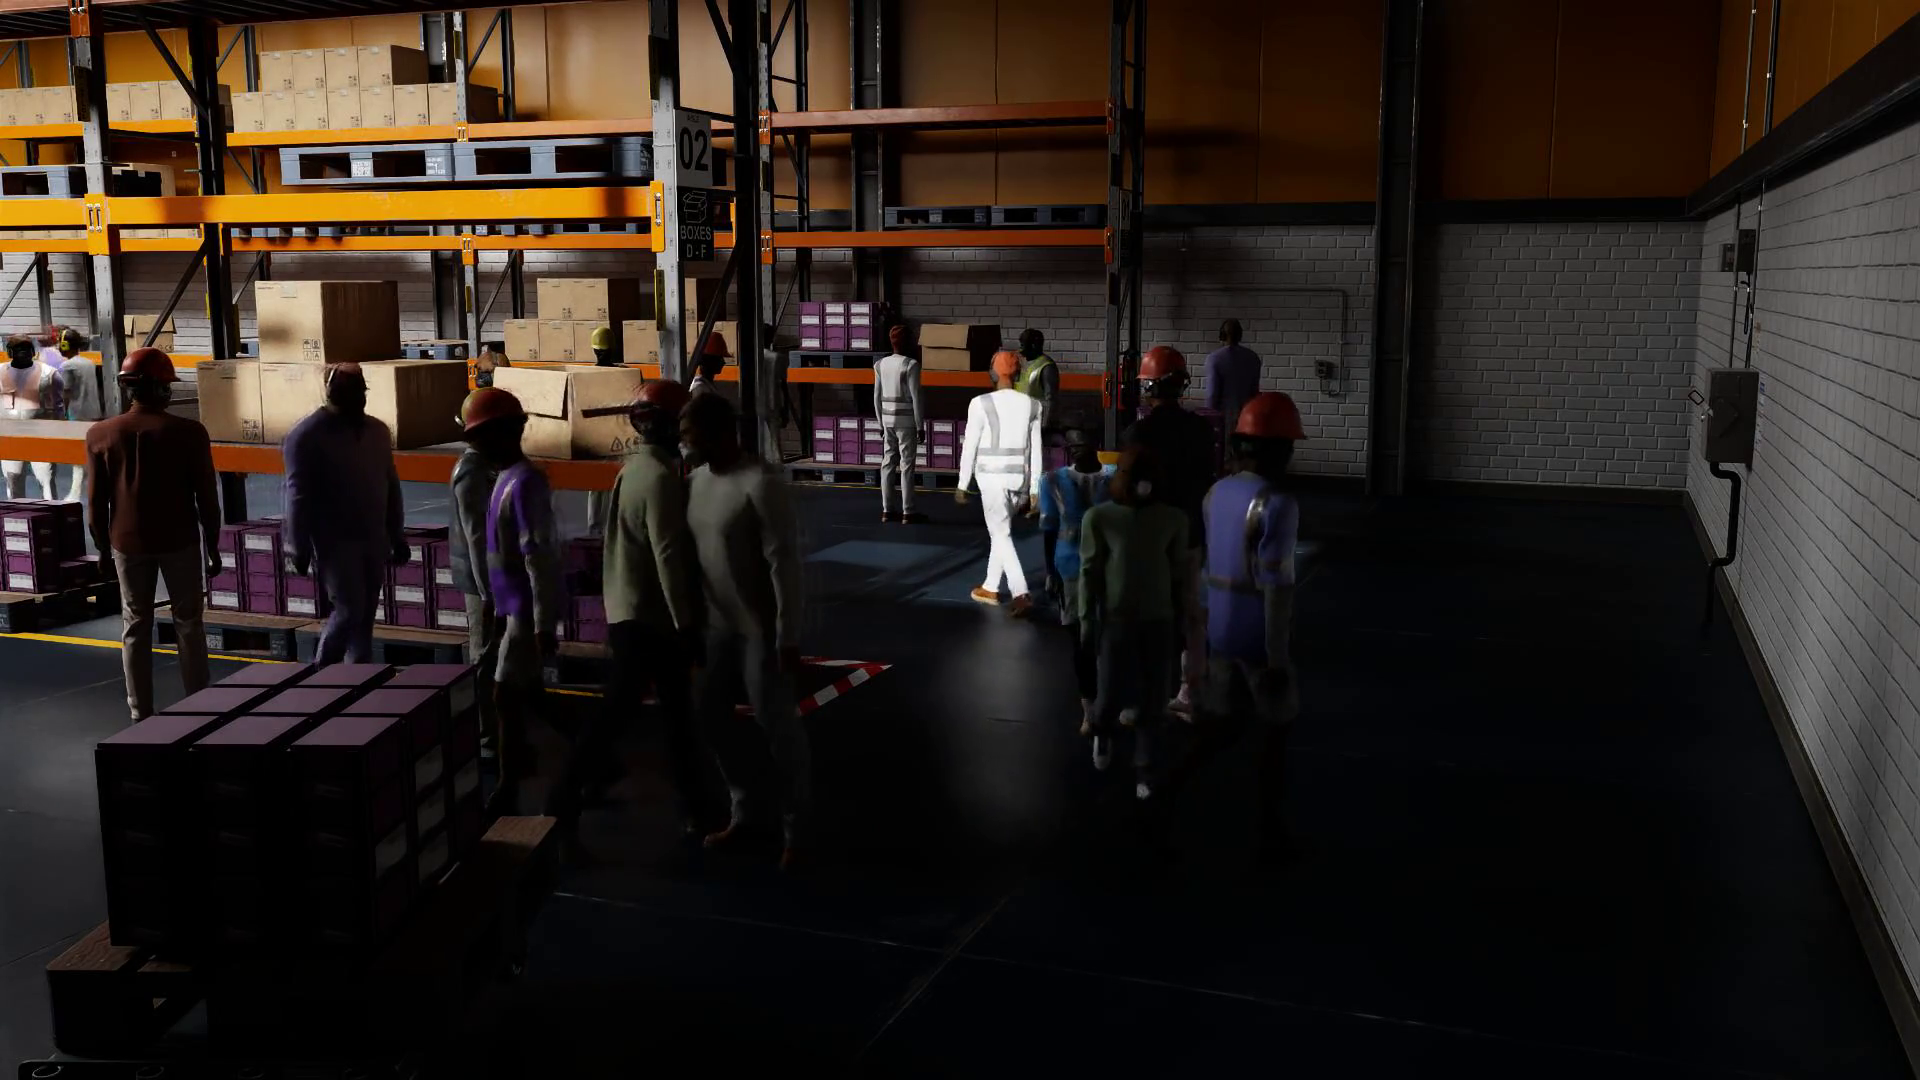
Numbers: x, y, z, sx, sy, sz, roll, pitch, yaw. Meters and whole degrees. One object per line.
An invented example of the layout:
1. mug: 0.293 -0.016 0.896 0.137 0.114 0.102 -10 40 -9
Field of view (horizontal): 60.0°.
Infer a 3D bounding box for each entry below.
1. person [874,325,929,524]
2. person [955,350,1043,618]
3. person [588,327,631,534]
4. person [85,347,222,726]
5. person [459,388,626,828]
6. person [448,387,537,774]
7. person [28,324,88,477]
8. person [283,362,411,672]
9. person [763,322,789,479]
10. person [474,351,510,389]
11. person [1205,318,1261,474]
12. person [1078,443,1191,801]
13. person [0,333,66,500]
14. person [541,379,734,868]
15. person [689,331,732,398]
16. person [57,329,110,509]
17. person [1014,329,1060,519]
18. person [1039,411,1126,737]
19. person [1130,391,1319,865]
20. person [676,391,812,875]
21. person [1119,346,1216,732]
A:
1. person: -0.560 -1.093 15.814 0.574 1.883 0.355 7 12 39
2. person: 0.317 -0.402 11.592 0.574 1.851 0.957 -6 11 -31
3. person: -3.036 -0.871 14.331 0.582 1.919 0.396 -3 10 -18
4. person: -4.112 0.012 8.535 0.618 1.989 0.392 -2 9 -11
5. person: -1.823 0.289 7.172 0.778 1.885 0.616 -4 10 -24
6. person: -2.215 0.189 7.920 0.403 1.834 0.589 -2 9 -13
7. person: -10.513 -1.617 19.392 0.979 1.803 0.590 3 9 15
8. person: -3.261 -0.005 8.952 0.425 1.894 0.643 4 10 26
9. person: -2.057 -1.364 17.608 0.501 1.862 0.328 -4 10 -22
10. person: -3.192 -0.389 11.560 0.428 1.838 0.626 -2 9 -13
11. person: 2.643 -1.191 16.258 0.635 1.937 0.352 -5 10 -27
12. person: 0.775 0.364 7.467 0.516 1.617 0.529 -1 9 -8
13. person: -8.284 -0.907 14.766 0.633 1.846 0.429 -4 10 -21
14. person: -1.342 0.326 6.788 0.938 1.940 0.728 -3 10 -21
15. person: -1.894 -0.605 12.588 0.374 1.934 0.548 -1 9 -6
16. person: -8.821 -1.199 16.739 0.786 1.829 0.555 0 9 0
17. person: 0.706 -1.126 16.156 0.430 1.844 0.624 -5 10 -29
18. person: 0.673 0.161 8.606 0.524 1.677 0.429 1 9 6
19. person: 1.079 0.374 6.541 0.735 1.915 0.546 -4 10 -25
20. person: -0.841 0.366 6.615 0.689 1.903 0.446 9 13 44
21. person: 1.056 -0.008 8.651 0.614 1.993 0.395 -7 11 -36
